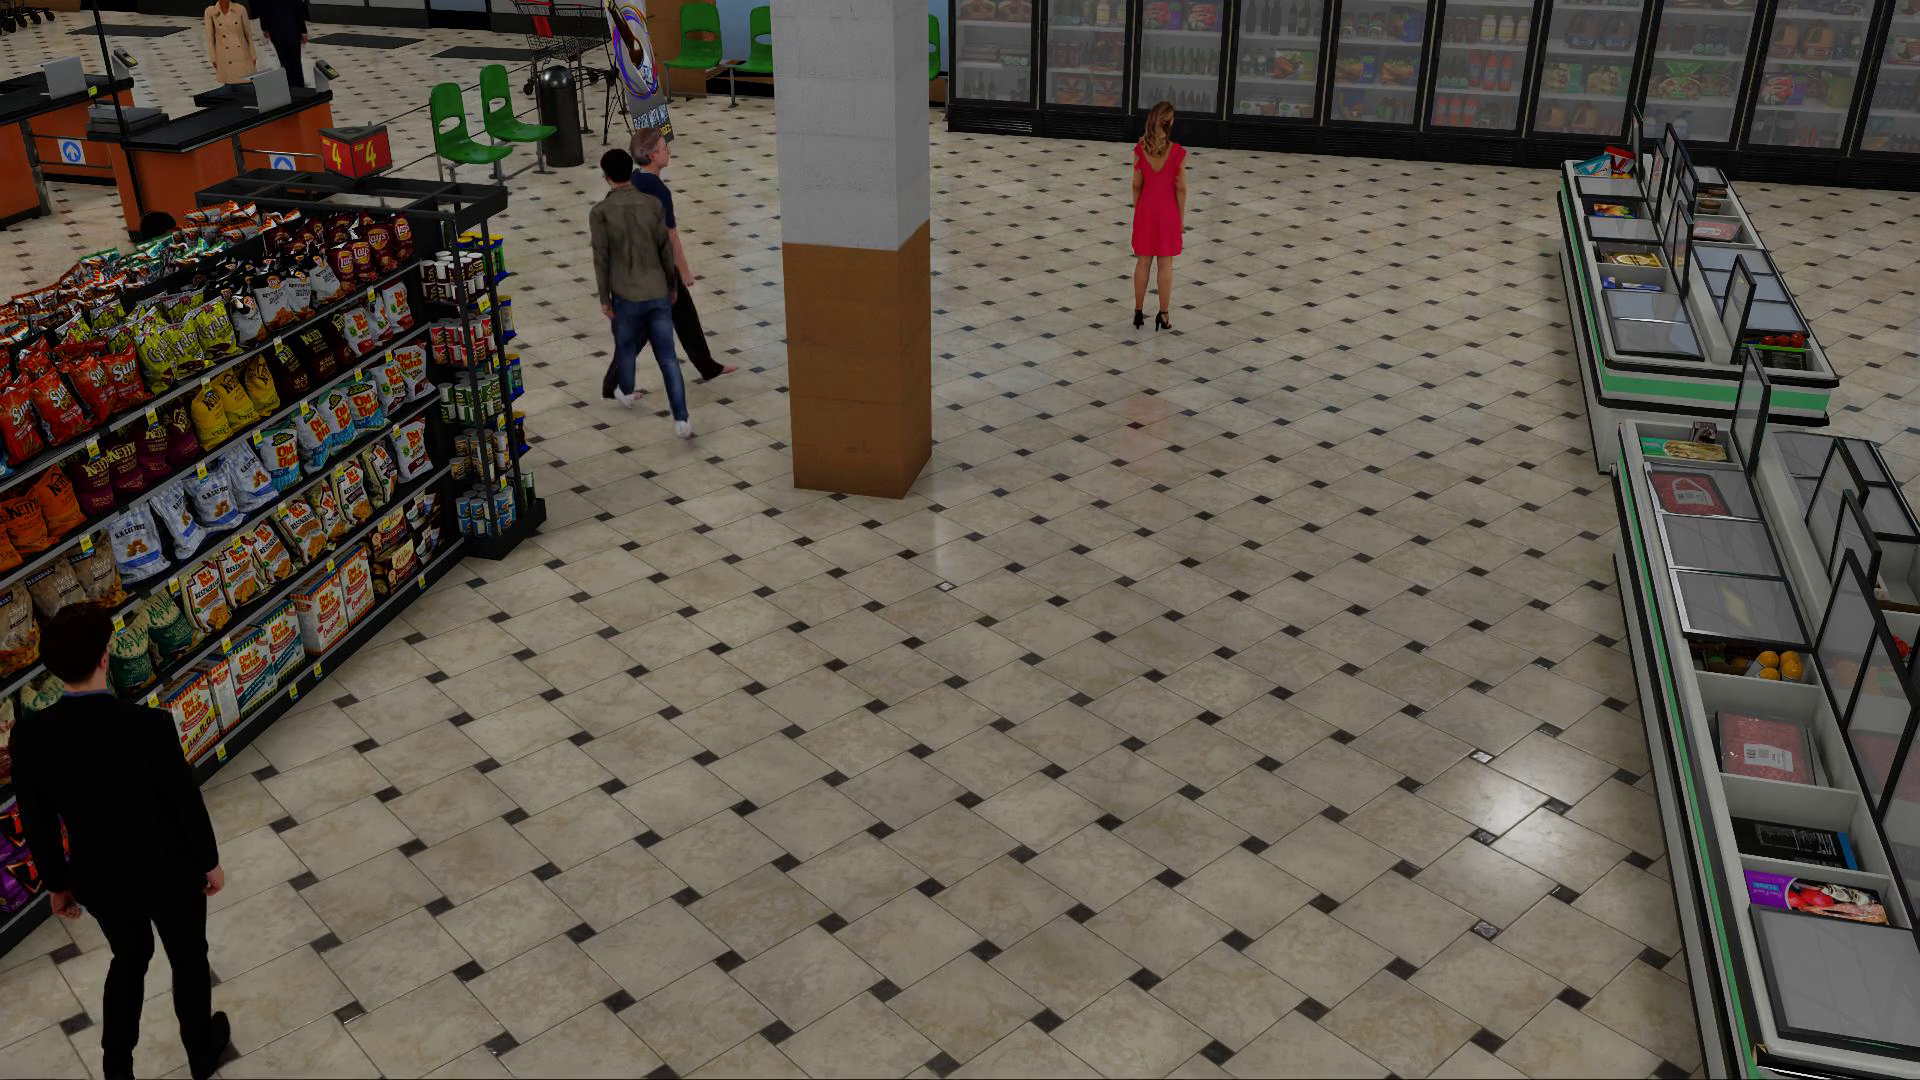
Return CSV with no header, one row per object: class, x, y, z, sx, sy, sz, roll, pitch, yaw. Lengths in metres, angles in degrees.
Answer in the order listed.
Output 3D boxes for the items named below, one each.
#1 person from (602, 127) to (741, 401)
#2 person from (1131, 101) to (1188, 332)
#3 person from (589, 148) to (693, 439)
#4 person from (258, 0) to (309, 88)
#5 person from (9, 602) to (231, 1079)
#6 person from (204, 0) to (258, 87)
person,-2.115,-1.763,11.069,1.225,1.811,1.244,-10,29,-20
person,1.474,-2.423,12.463,0.604,1.728,0.583,12,29,22
person,-1.996,-1.478,10.541,1.277,1.782,1.361,-12,29,-23
person,-7.771,-5.787,19.147,1.097,1.683,1.191,-12,29,-23
person,-2.680,1.099,5.355,0.895,1.875,1.065,-2,27,-5
person,-7.873,-5.223,18.036,0.707,1.682,0.732,-11,29,-20
